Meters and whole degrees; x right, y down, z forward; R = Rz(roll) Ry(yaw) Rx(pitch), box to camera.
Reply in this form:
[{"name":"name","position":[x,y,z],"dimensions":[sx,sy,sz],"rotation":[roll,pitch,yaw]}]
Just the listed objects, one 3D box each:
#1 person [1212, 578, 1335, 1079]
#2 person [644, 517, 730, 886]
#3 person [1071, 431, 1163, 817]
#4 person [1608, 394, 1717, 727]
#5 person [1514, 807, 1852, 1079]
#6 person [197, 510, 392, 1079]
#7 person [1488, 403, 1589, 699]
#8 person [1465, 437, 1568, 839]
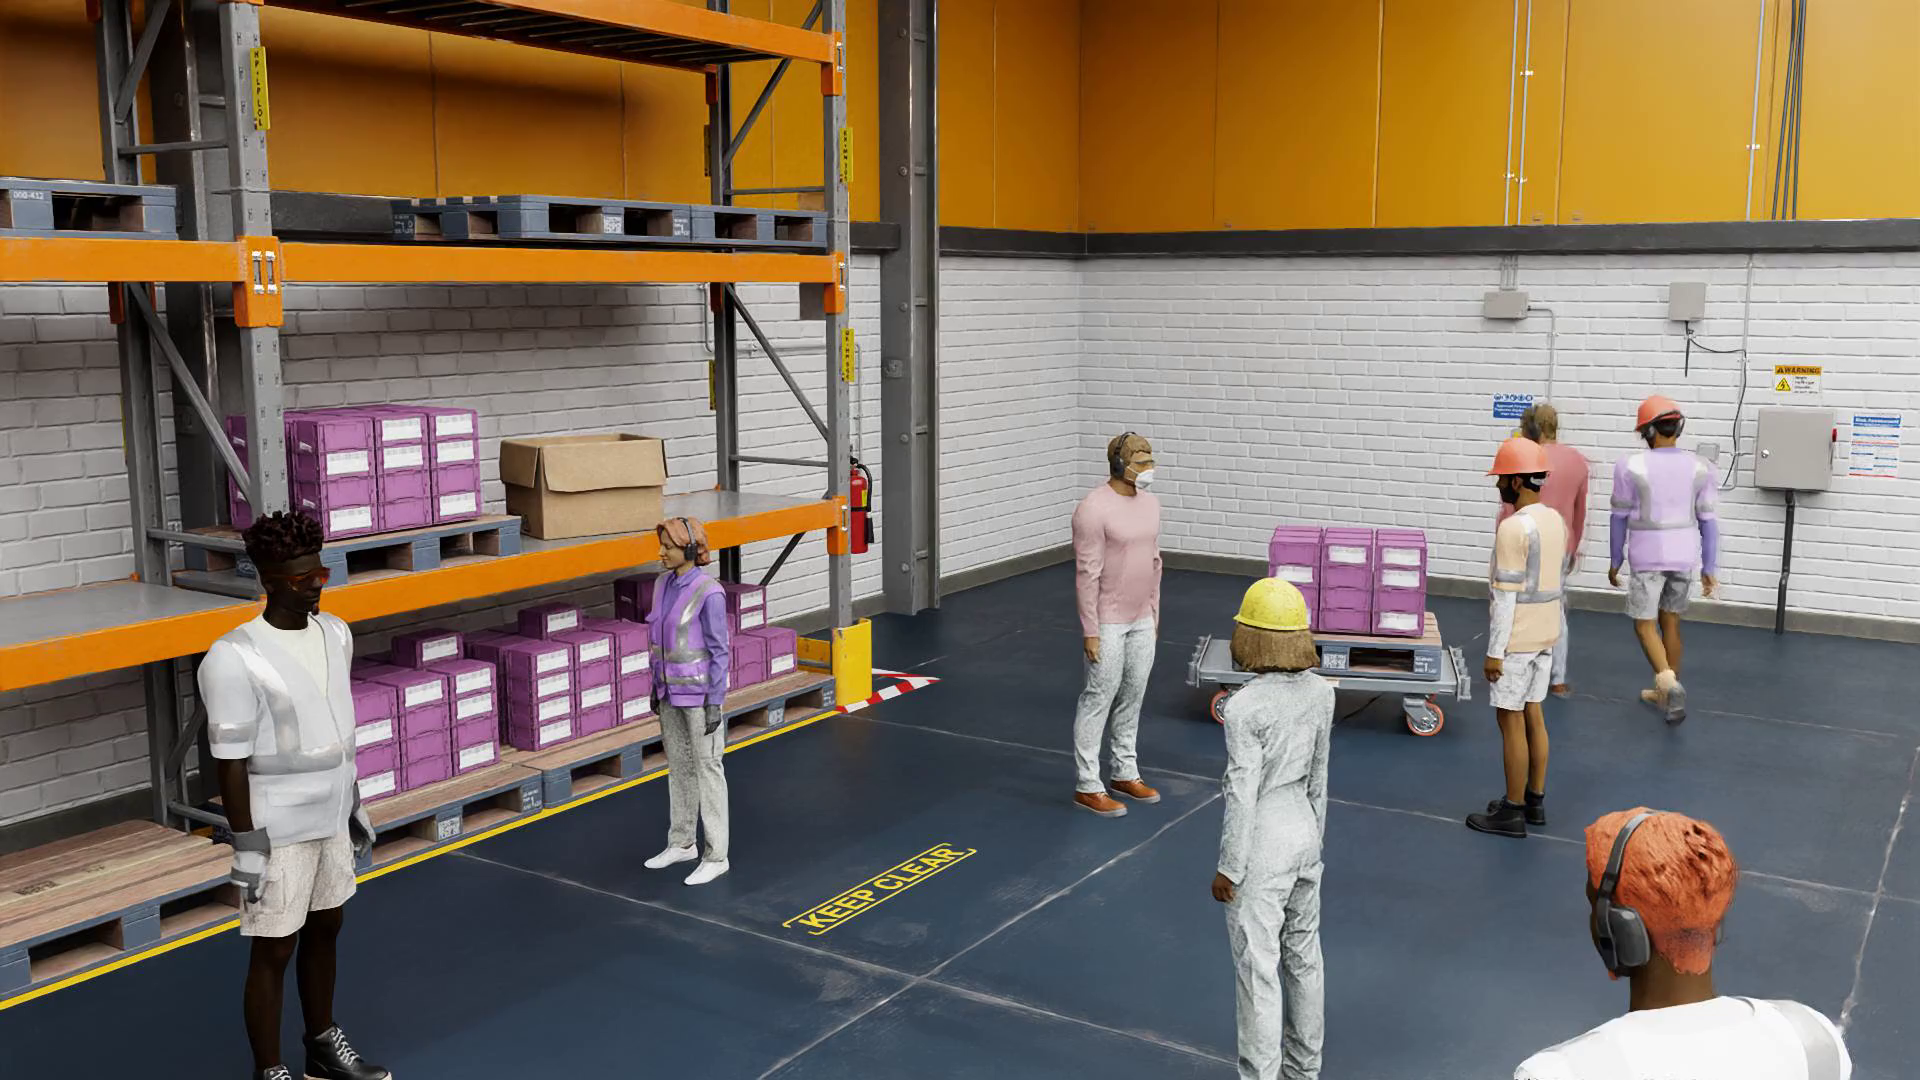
[{"name":"person","position":[0.976,0.982,5.296],"dimensions":[0.493,1.743,0.299],"rotation":[-8,12,-41]},{"name":"person","position":[-1.212,0.707,7.422],"dimensions":[0.305,1.639,0.522],"rotation":[-8,12,-43]},{"name":"person","position":[0.806,0.413,8.404],"dimensions":[0.367,1.932,0.633],"rotation":[8,12,44]},{"name":"person","position":[4.277,0.127,10.056],"dimensions":[0.611,2.003,0.840],"rotation":[0,9,-2]},{"name":"person","position":[1.061,1.329,2.615],"dimensions":[0.578,1.880,0.387],"rotation":[-2,9,-16]},{"name":"person","position":[-2.091,0.876,5.264],"dimensions":[0.364,1.965,0.608],"rotation":[2,9,15]},{"name":"person","position":[3.708,0.090,10.573],"dimensions":[0.694,1.921,0.374],"rotation":[-4,10,-27]},{"name":"person","position":[2.689,0.468,8.055],"dimensions":[0.383,1.929,0.539],"rotation":[8,12,43]}]
